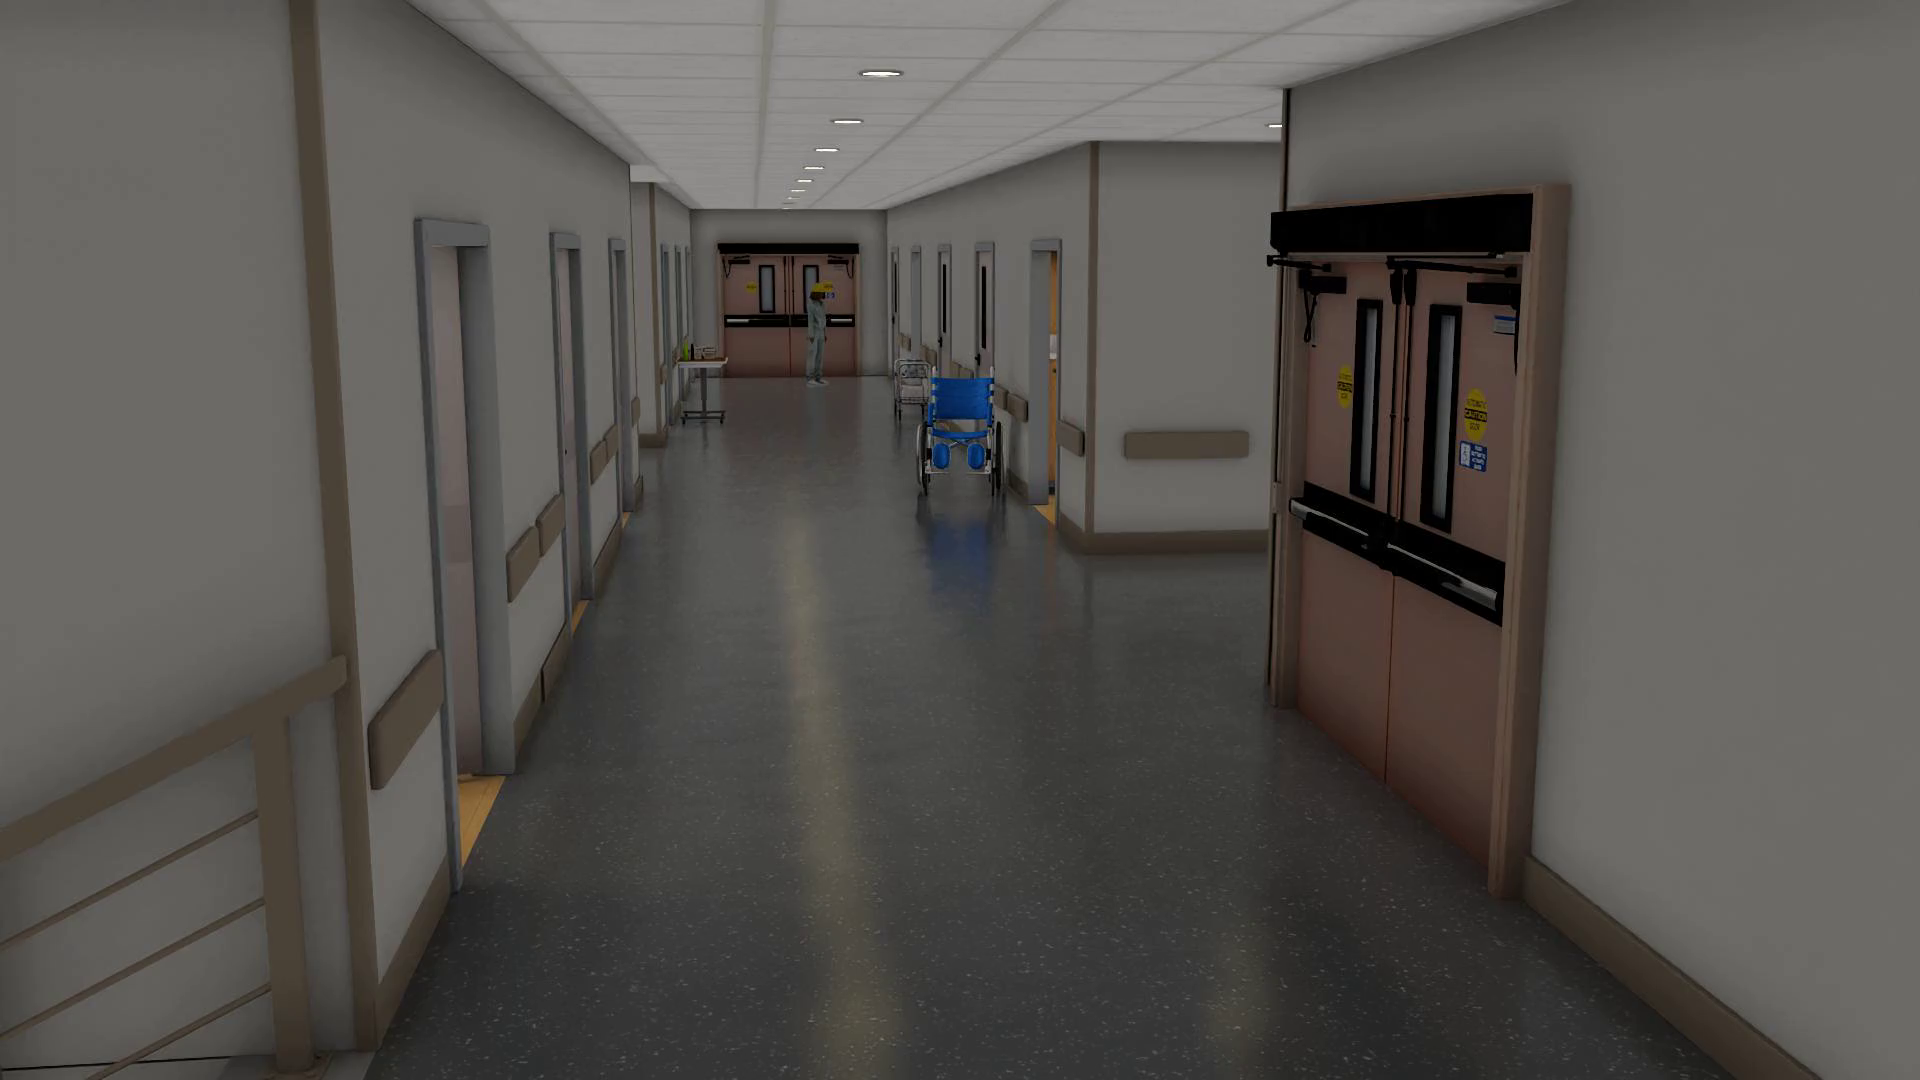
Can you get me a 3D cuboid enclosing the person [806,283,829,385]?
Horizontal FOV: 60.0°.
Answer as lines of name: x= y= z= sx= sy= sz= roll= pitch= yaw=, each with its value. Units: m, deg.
person: x=-2.421 y=-3.504 z=28.335 sx=0.347 sy=1.735 sz=0.485 roll=5 pitch=11 yaw=27
